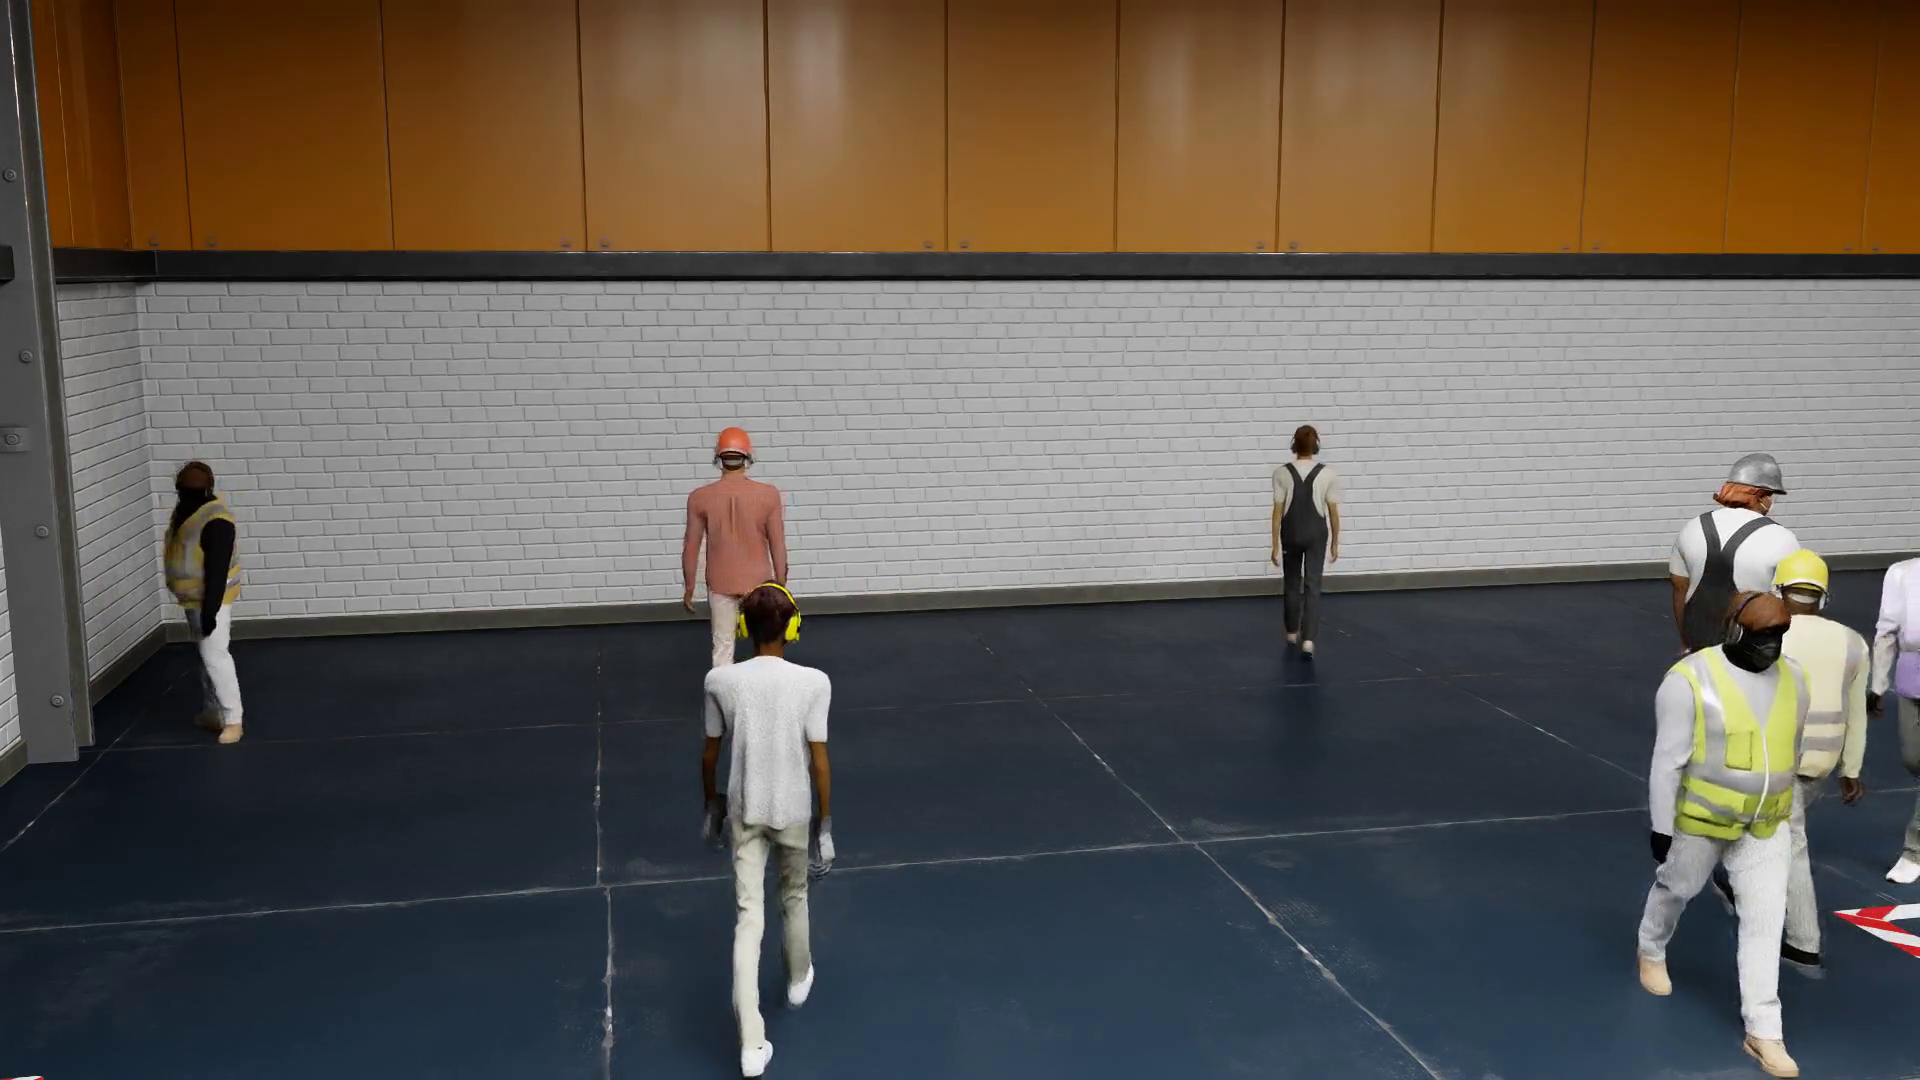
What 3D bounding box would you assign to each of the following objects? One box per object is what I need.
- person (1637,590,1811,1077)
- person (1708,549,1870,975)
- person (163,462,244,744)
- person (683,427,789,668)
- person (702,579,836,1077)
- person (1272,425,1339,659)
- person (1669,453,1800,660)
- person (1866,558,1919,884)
[{"bbox_3d":[2.988,1.055,6.542,0.639,1.791,0.995,-1,9,-4],"label":"person"},{"bbox_3d":[3.595,0.922,7.335,0.580,1.772,0.921,-1,9,-8],"label":"person"},{"bbox_3d":[-4.830,0.382,10.599,0.433,1.809,0.746,-8,12,-40],"label":"person"},{"bbox_3d":[-1.428,0.284,10.610,0.695,1.987,0.582,0,9,-3],"label":"person"},{"bbox_3d":[-0.744,1.055,6.425,0.542,1.819,0.973,0,9,2],"label":"person"},{"bbox_3d":[2.679,-0.001,12.946,0.519,1.800,0.989,2,10,14],"label":"person"},{"bbox_3d":[4.191,0.533,8.927,0.535,2.000,0.684,-6,11,-34],"label":"person"},{"bbox_3d":[4.920,0.714,8.306,0.911,1.895,0.581,-7,12,-36],"label":"person"}]
